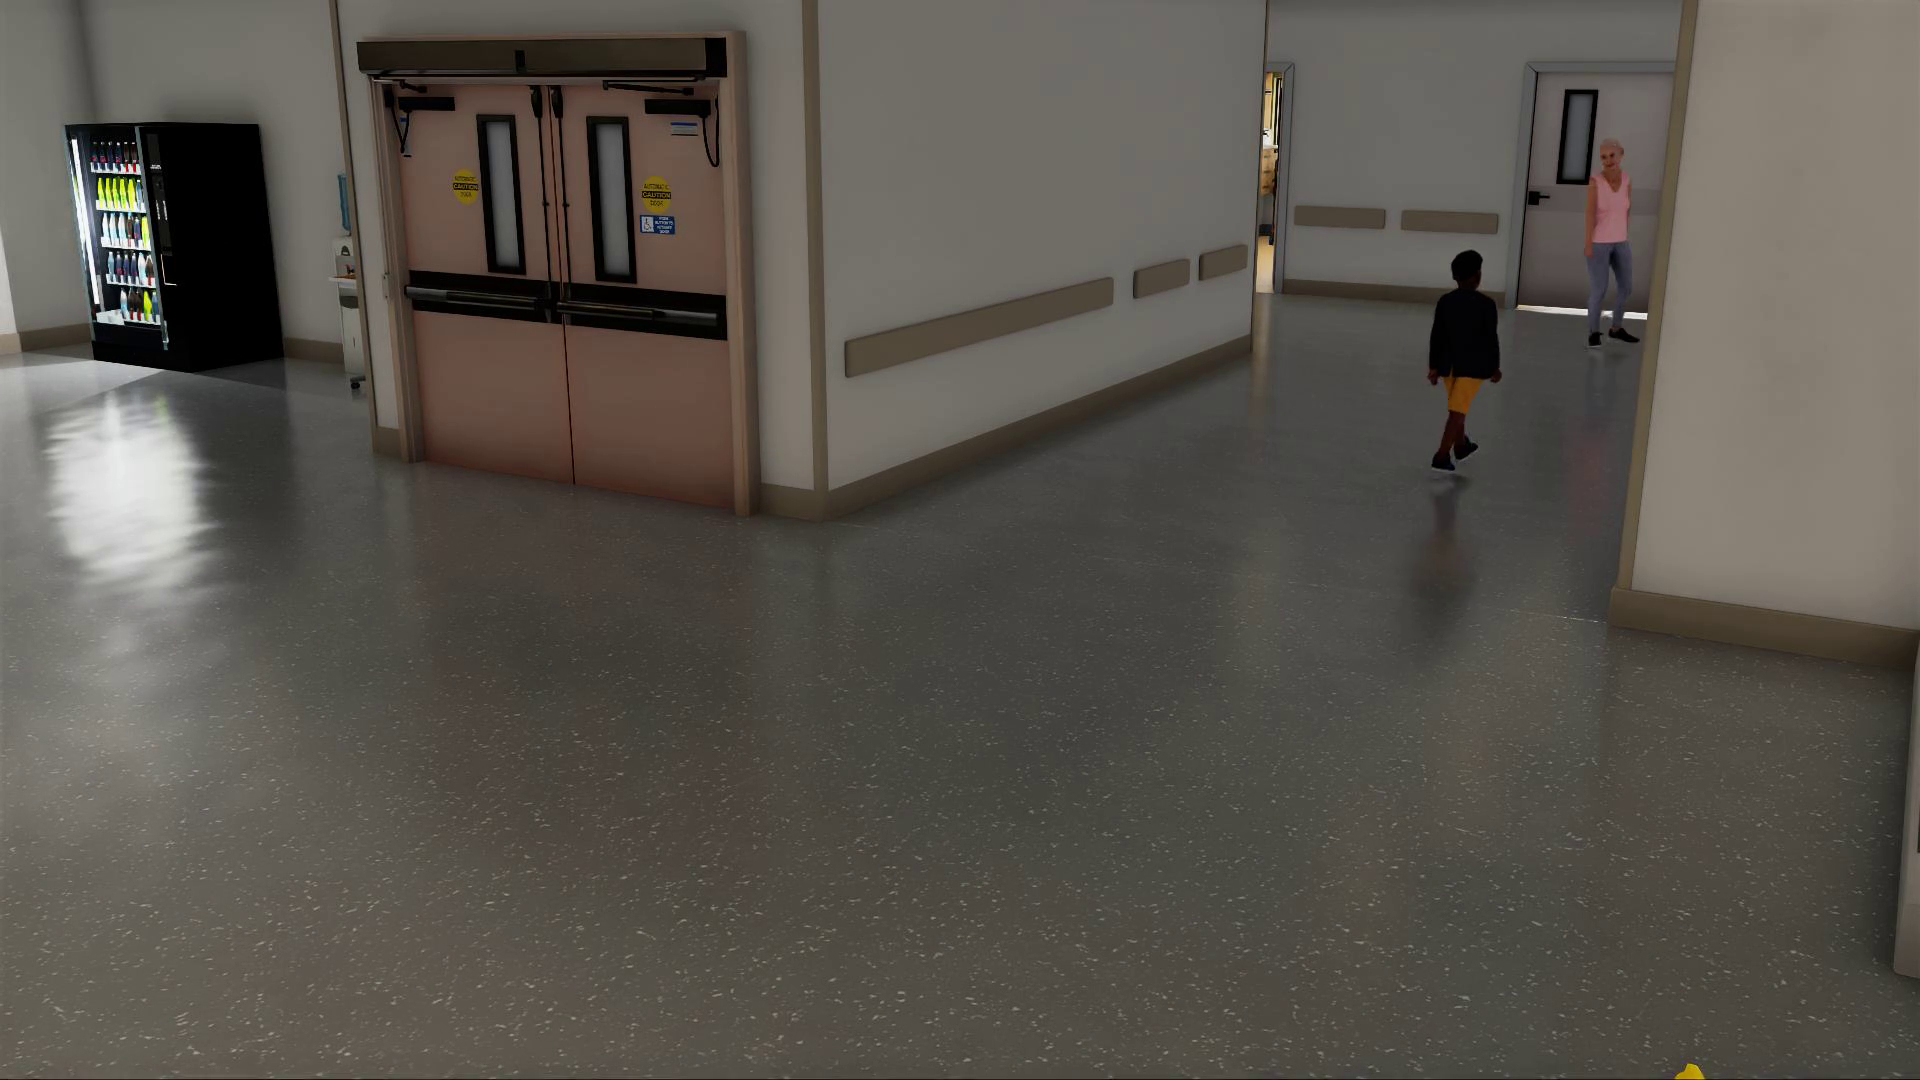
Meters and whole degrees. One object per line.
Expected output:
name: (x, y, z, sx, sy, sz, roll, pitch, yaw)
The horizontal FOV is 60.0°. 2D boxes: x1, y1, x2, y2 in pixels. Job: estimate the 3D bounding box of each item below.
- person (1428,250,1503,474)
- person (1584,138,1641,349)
person: (2.809, -0.974, 9.362, 0.866, 1.242, 0.715, 15, 22, 42)
person: (5.312, -2.407, 13.611, 0.817, 1.695, 0.904, -7, 17, -23)
